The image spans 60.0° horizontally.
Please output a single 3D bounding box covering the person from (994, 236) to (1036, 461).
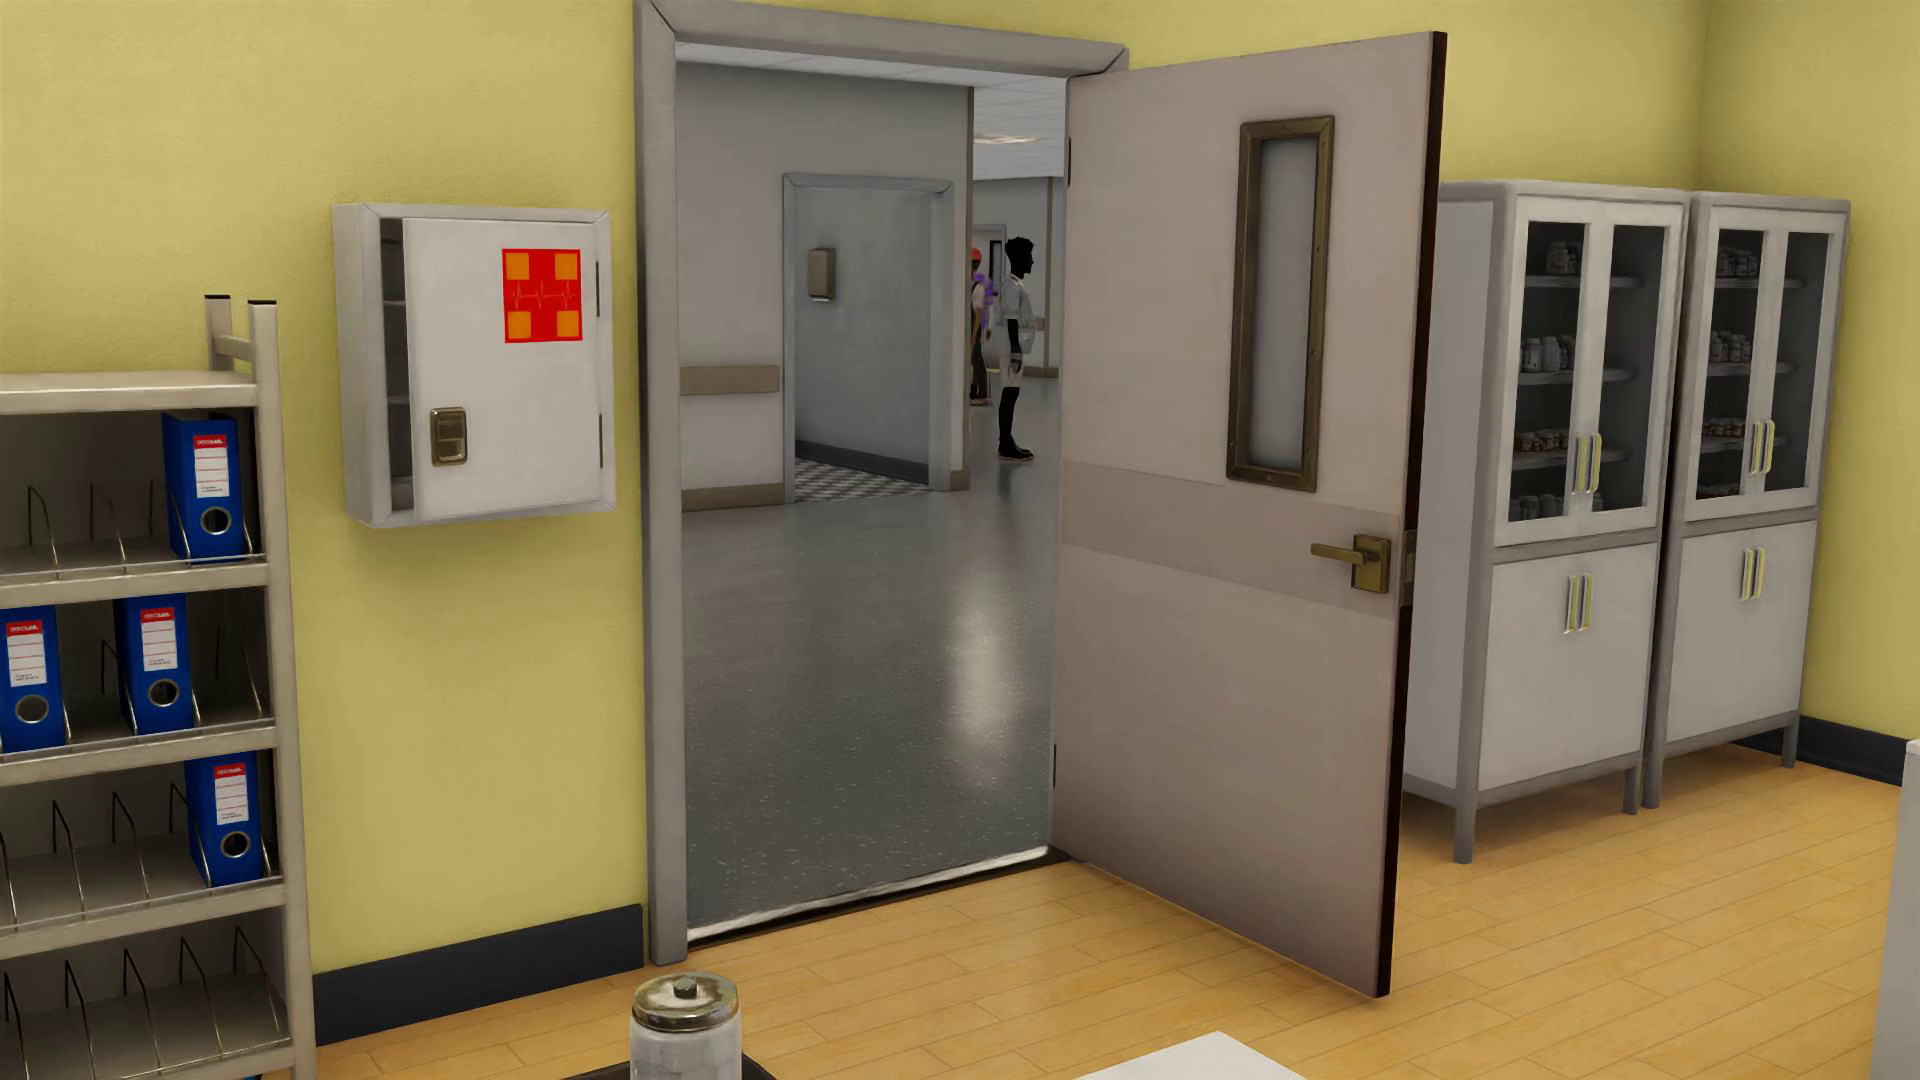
[{"bbox_3d":[0.487,-1.684,14.688,0.366,1.967,0.602,1,10,1],"label":"person"}]
